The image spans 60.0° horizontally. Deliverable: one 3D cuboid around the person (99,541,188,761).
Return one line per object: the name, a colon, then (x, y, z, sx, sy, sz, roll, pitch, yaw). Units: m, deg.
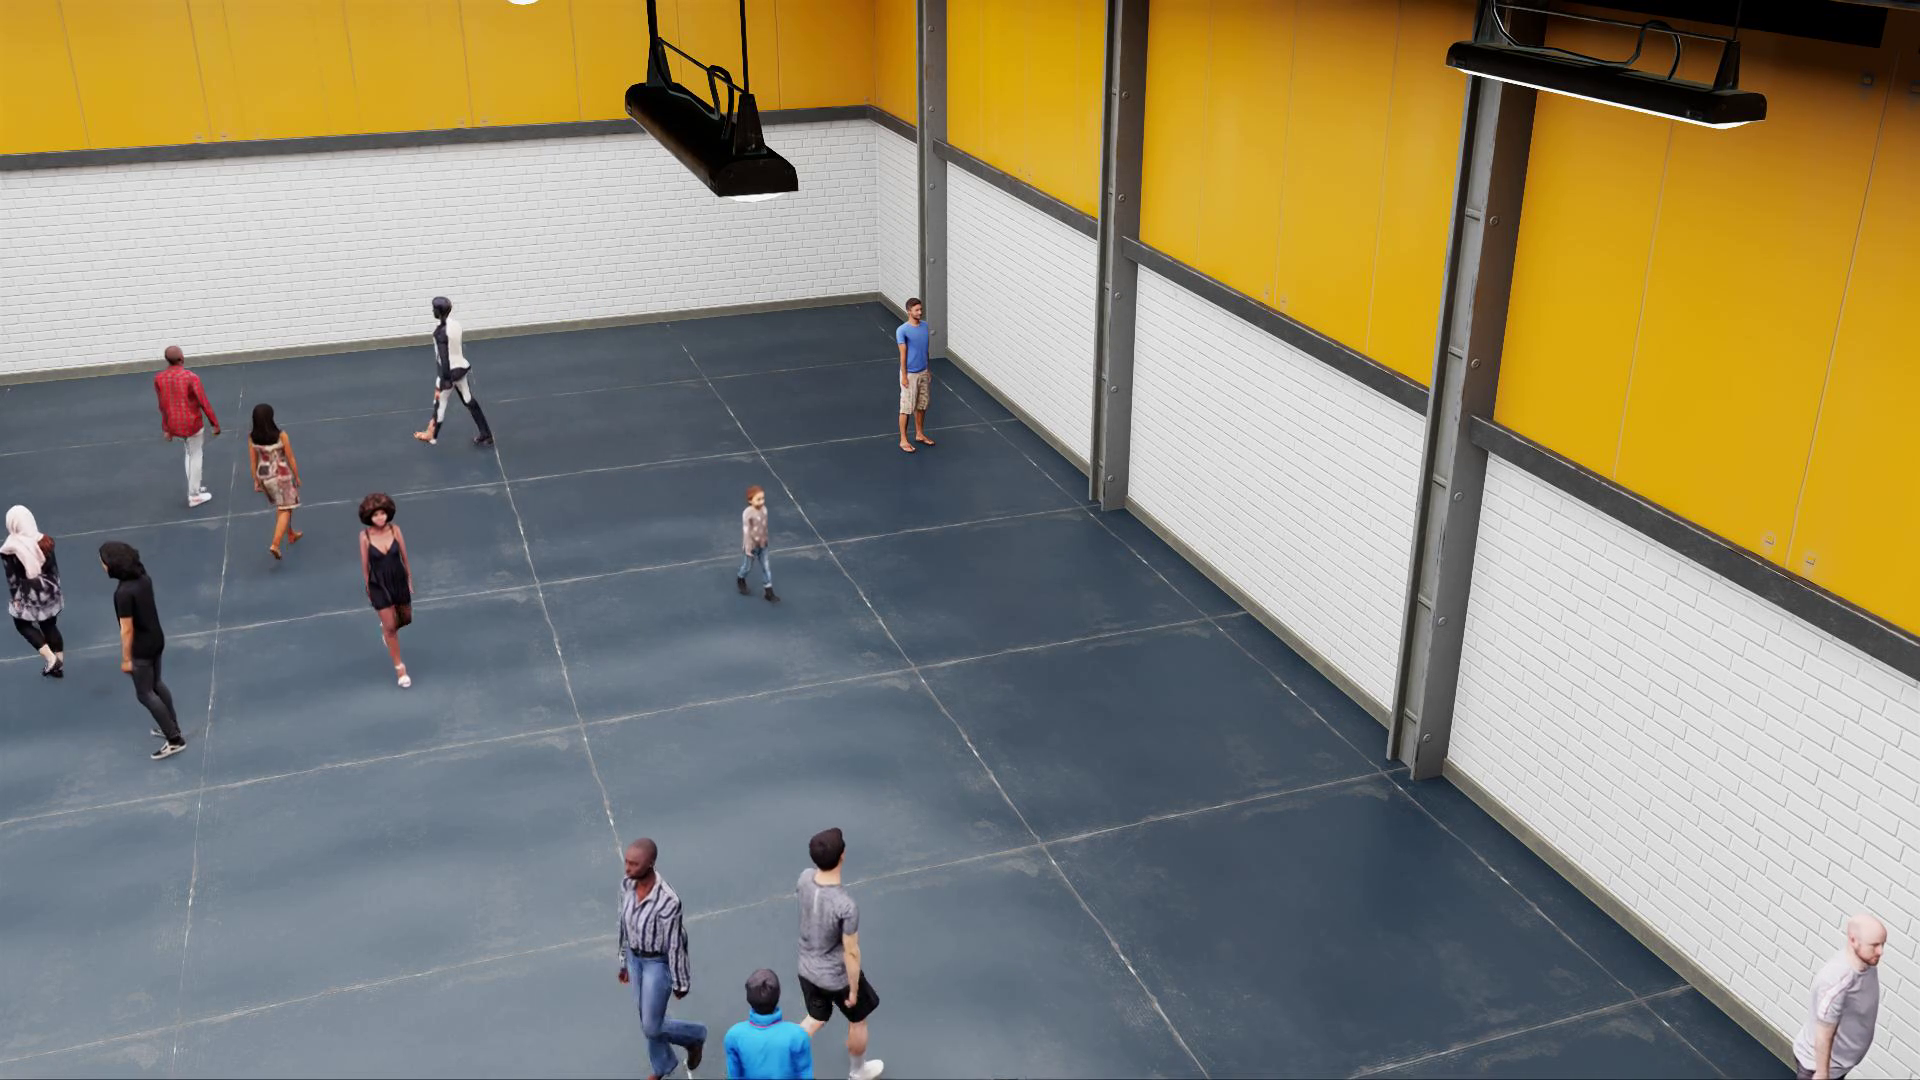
person: (-6.647, 0.857, 13.571, 0.944, 1.815, 0.772, -1, 24, -1)

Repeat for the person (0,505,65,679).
person: (-8.077, 0.494, 14.646, 0.838, 1.620, 0.783, 12, 26, 25)

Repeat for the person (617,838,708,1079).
person: (-1.750, 2.495, 9.866, 0.789, 1.782, 0.848, 20, 30, 37)

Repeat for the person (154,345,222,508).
person: (-8.598, -1.240, 18.379, 0.819, 1.806, 0.861, 5, 24, 11)

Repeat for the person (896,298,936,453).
person: (-0.557, -2.029, 20.114, 0.723, 1.864, 0.706, -22, 32, -40)

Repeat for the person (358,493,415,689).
person: (-5.055, 0.405, 14.665, 0.710, 1.767, 1.017, -15, 28, -30)

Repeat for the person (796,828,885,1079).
person: (-0.842, 2.543, 9.683, 1.111, 1.839, 1.034, 20, 31, 39)

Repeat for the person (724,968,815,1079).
person: (-0.978, 3.037, 8.623, 0.847, 1.783, 0.985, 3, 24, 6)

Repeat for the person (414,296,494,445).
person: (-6.027, -1.983, 20.036, 1.192, 1.841, 1.258, 5, 24, 12)

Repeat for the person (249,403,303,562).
person: (-7.058, -0.582, 17.108, 0.910, 1.618, 1.173, 1, 24, 2)

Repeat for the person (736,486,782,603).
person: (-2.031, 0.023, 16.273, 0.648, 1.179, 0.881, -18, 29, -35)

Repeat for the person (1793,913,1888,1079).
person: (4.732, 2.809, 9.085, 0.746, 1.832, 0.736, -21, 31, -39)
